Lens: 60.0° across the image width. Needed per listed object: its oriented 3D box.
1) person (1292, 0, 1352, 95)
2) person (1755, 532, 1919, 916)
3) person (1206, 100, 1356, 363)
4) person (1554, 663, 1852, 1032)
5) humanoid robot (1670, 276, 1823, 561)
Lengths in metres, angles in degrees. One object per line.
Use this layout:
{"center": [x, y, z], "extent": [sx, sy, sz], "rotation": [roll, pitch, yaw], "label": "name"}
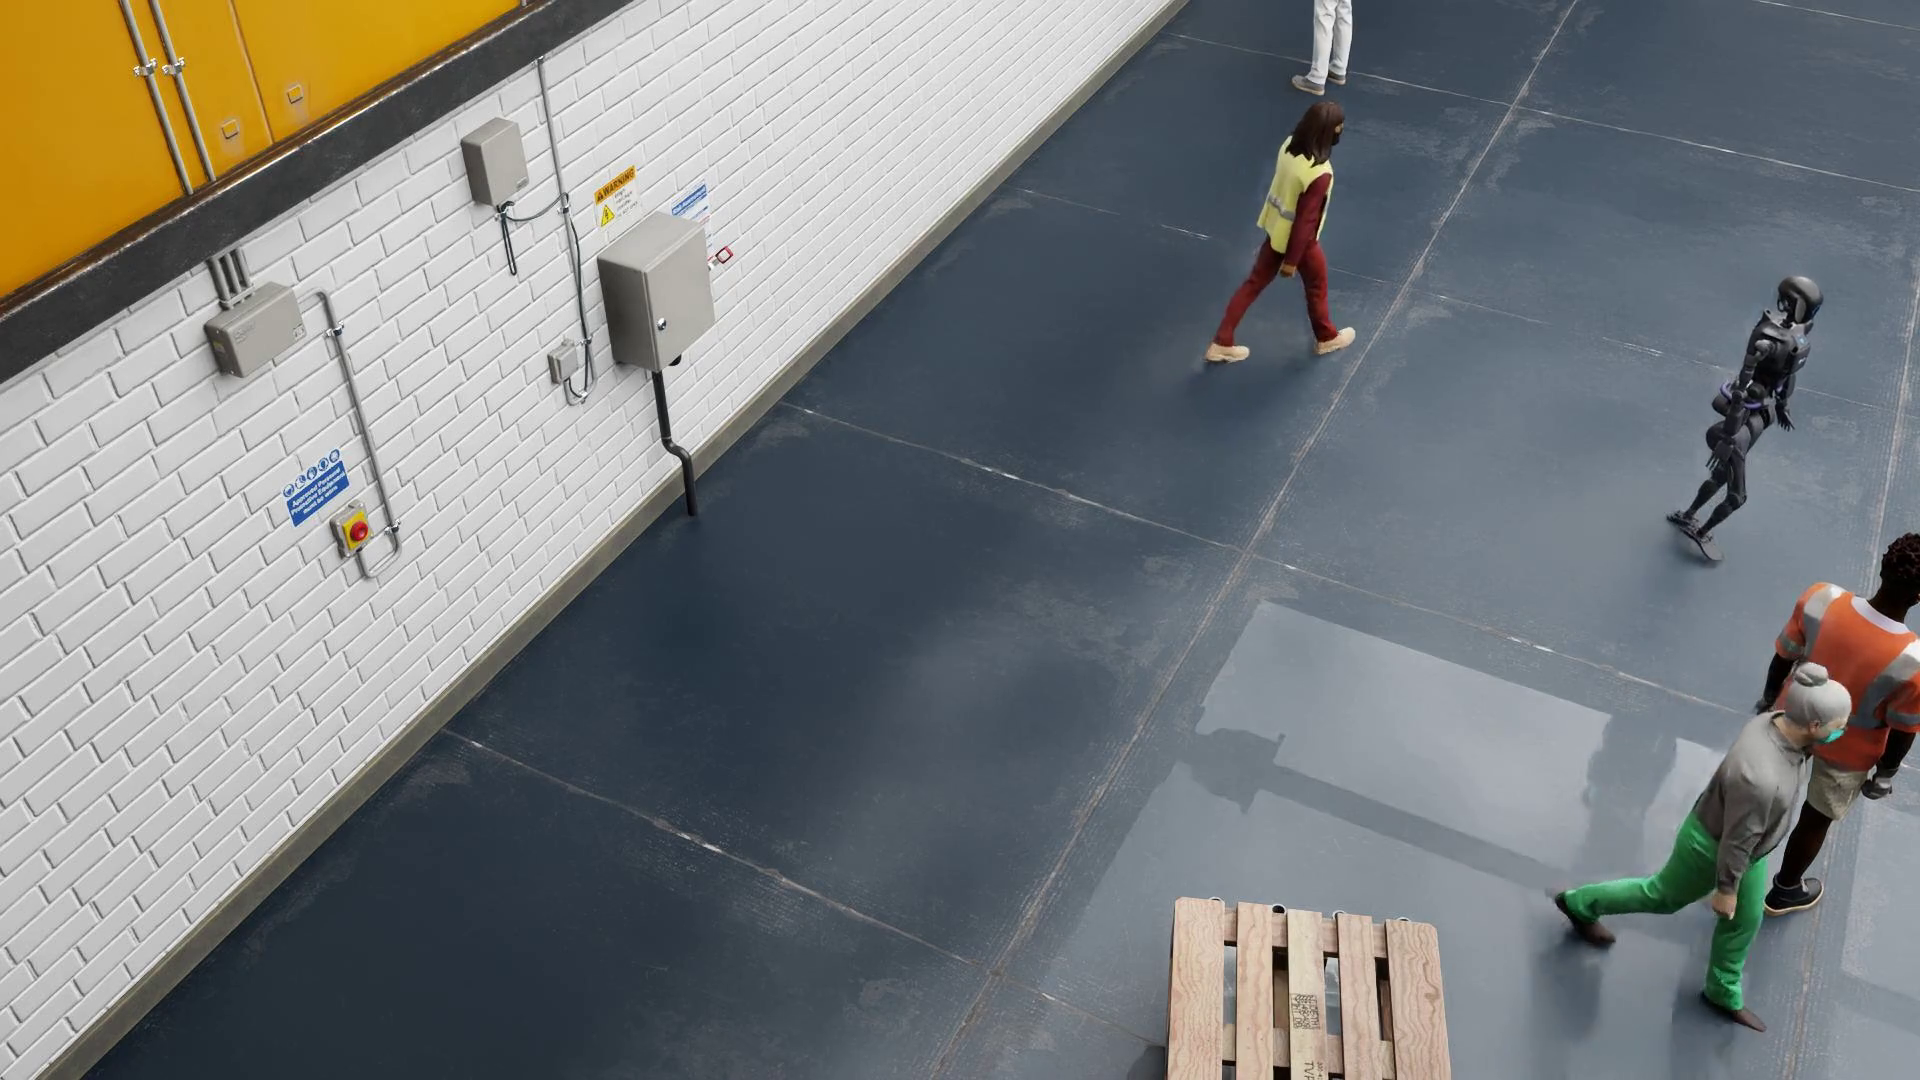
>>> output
{"center": [2.866, -4.328, 12.630], "extent": [0.350, 1.878, 0.566], "rotation": [33, 50, 32], "label": "person"}
{"center": [3.492, 0.752, 6.668], "extent": [0.361, 1.964, 0.612], "rotation": [-23, 46, -25], "label": "person"}
{"center": [1.967, -1.790, 9.808], "extent": [0.978, 1.718, 0.472], "rotation": [-14, 43, -16], "label": "person"}
{"center": [2.899, 1.113, 6.378], "extent": [0.919, 1.814, 0.522], "rotation": [32, 50, 32], "label": "person"}
{"center": [4.041, -0.631, 8.495], "extent": [0.592, 1.649, 0.473], "rotation": [-29, 48, -29], "label": "humanoid robot"}
